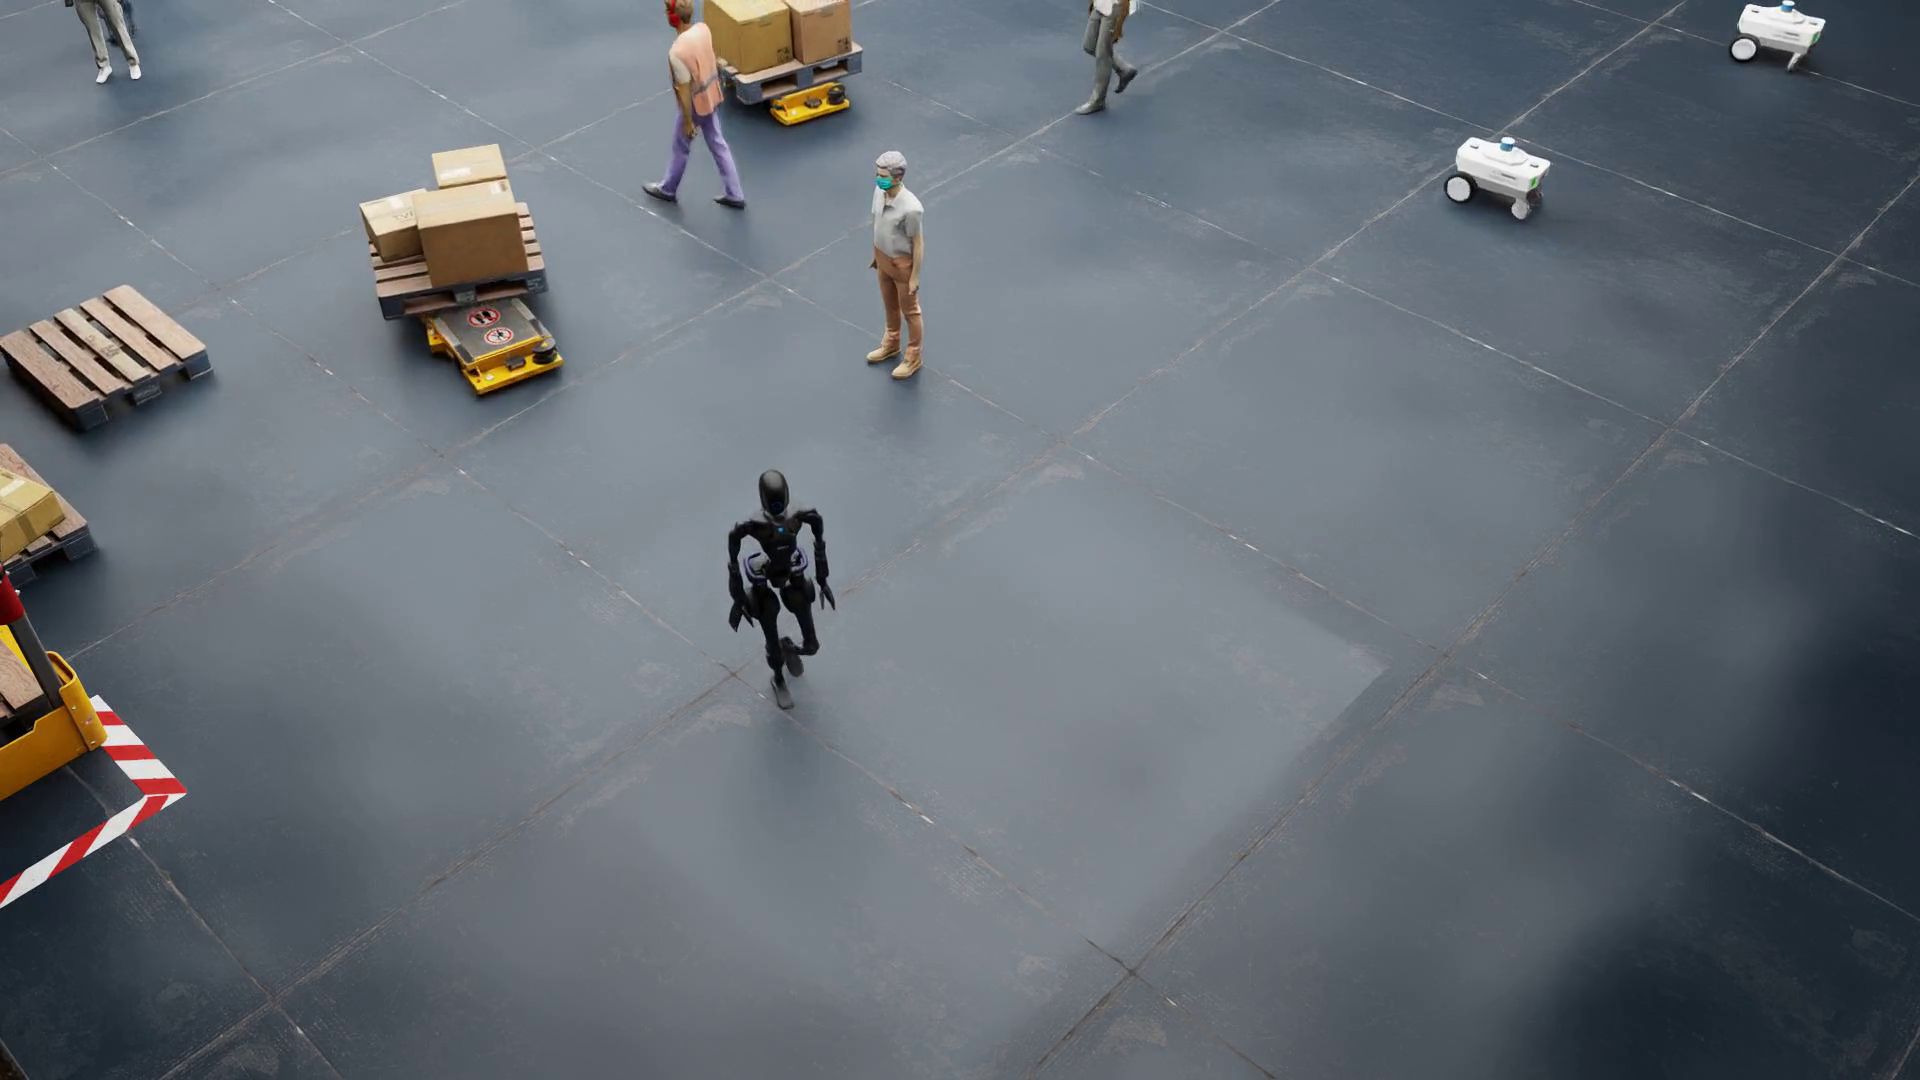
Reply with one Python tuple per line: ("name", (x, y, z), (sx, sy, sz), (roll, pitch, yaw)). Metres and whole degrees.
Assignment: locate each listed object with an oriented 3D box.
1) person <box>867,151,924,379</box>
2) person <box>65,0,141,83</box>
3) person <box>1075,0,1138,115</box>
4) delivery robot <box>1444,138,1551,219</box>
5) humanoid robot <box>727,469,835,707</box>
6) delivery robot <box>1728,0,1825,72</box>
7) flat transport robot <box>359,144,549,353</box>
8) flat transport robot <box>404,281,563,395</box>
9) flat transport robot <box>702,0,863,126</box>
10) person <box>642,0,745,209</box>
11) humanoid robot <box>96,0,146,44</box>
("person", (-0.440, -1.918, 11.552), (0.327, 1.747, 0.479), (-29, 50, -29))
("person", (-7.812, -4.928, 14.977), (0.519, 1.638, 0.310), (-8, 43, -9))
("person", (1.312, -4.601, 14.469), (0.556, 1.829, 0.591), (-13, 44, -14))
("delivery robot", (4.422, -3.016, 13.678), (0.814, 0.612, 0.499), (27, 48, 26))
("humanoid robot", (-1.014, 0.238, 9.207), (0.607, 1.641, 0.398), (-15, 44, -16))
("delivery robot", (7.657, -4.756, 15.592), (0.738, 0.586, 0.524), (21, 46, 22))
("flat transport robot", (-3.789, -1.941, 12.684), (0.659, 0.231, 1.431), (-13, 44, -14))
("flat transport robot", (-3.543, -1.591, 12.294), (0.659, 0.231, 1.431), (-25, 48, -25))
("flat transport robot", (-1.651, -4.228, 15.226), (0.659, 0.231, 1.431), (-24, 47, -24))
("person", (-2.167, -3.484, 13.259), (0.893, 1.799, 0.580), (15, 44, 16))
("humanoid robot", (-8.106, -5.502, 15.593), (0.610, 1.666, 0.335), (-16, 45, -17))
